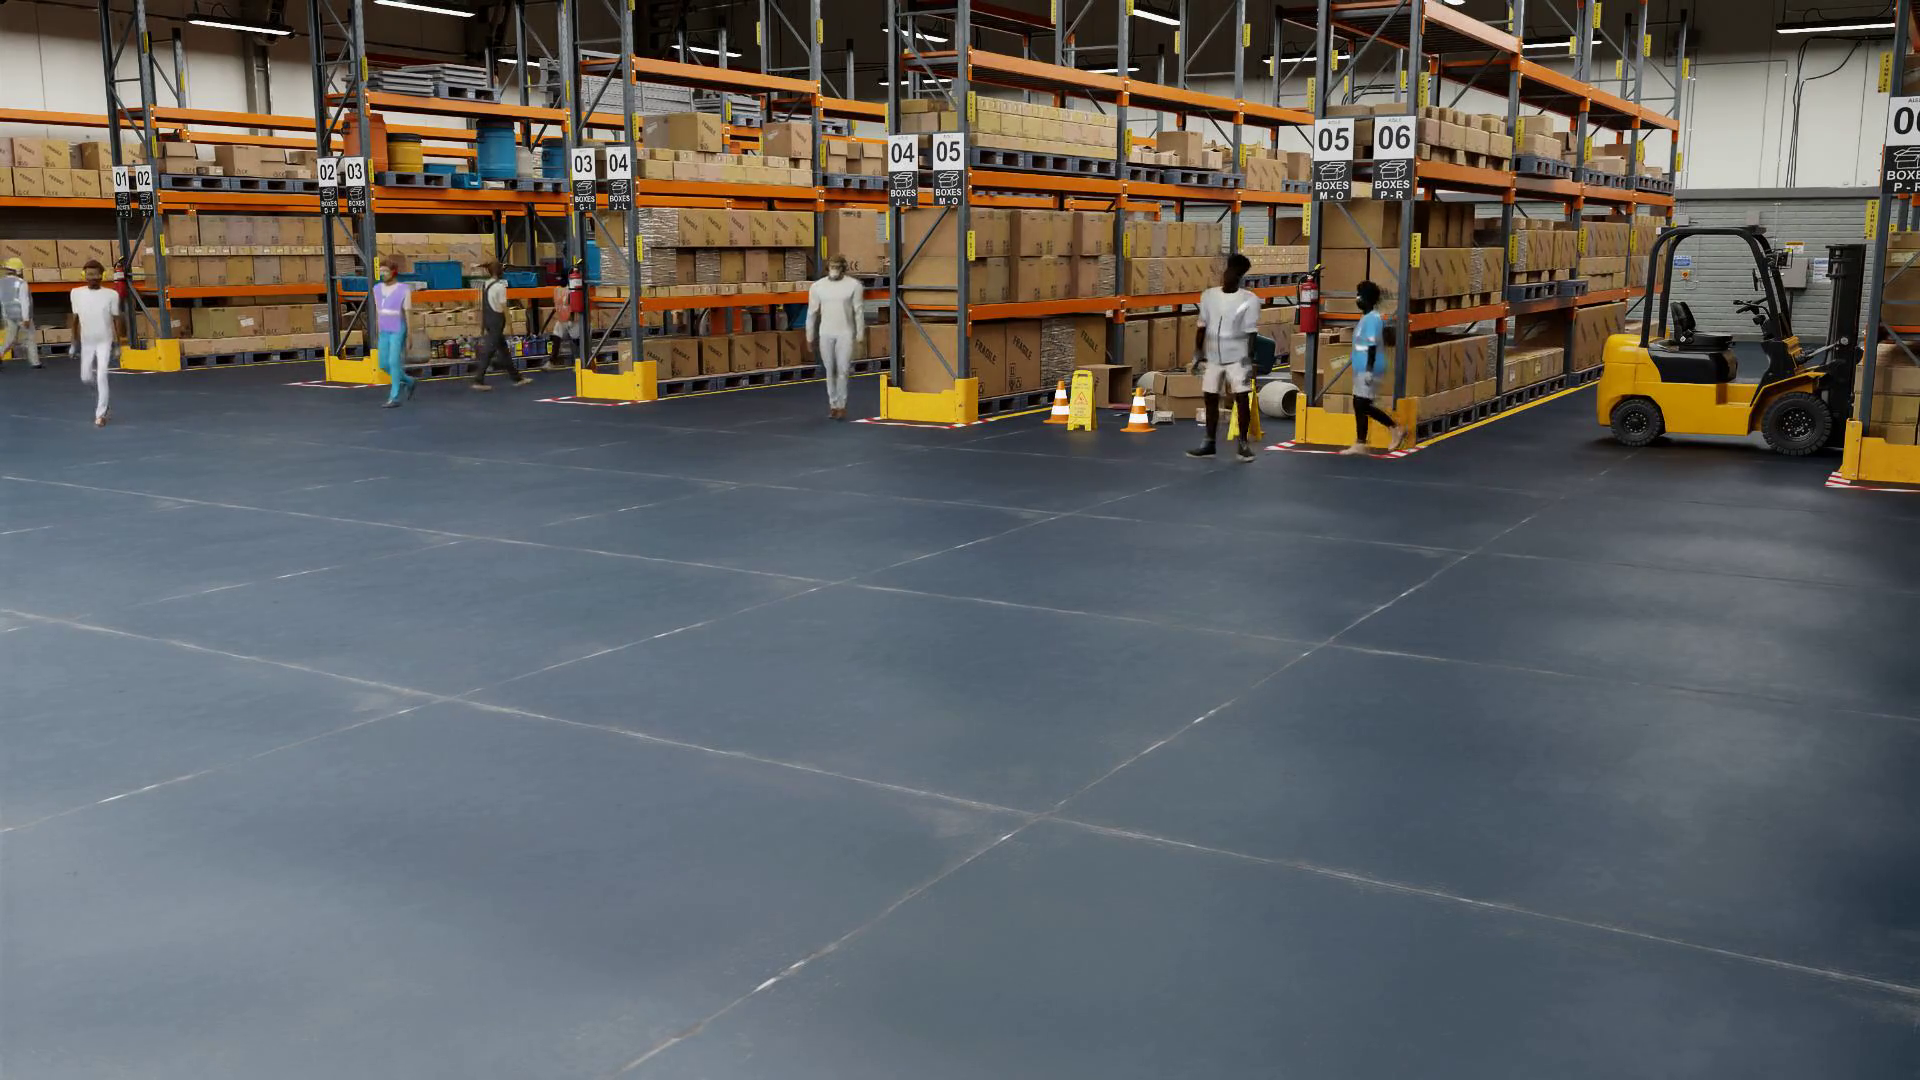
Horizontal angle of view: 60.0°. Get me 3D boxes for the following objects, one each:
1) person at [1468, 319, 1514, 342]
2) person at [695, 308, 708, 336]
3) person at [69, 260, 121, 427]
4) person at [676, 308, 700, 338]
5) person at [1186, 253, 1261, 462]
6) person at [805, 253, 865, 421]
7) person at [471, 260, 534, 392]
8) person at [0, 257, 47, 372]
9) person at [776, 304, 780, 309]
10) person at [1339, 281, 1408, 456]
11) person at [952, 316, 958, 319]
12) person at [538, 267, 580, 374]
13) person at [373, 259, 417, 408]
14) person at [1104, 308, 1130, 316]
[{"bbox_3d":[10.796,-4.891,33.829,0.961,1.776,0.629,6,12,31],"label":"person"},{"bbox_3d":[-5.316,-5.022,34.177,0.587,1.920,0.385,7,12,32],"label":"person"},{"bbox_3d":[-9.618,-2.193,18.530,0.555,1.847,0.584,-3,10,-15],"label":"person"},{"bbox_3d":[-5.408,-4.738,32.581,0.579,1.908,0.810,8,13,38],"label":"person"},{"bbox_3d":[2.475,-1.688,15.467,0.691,1.933,0.375,8,13,37],"label":"person"},{"bbox_3d":[-1.442,-2.299,18.966,0.664,1.892,0.940,1,10,5],"label":"person"},{"bbox_3d":[-6.344,-2.939,22.841,0.994,1.793,0.527,-10,14,-44],"label":"person"},{"bbox_3d":[-14.938,-3.555,26.267,0.599,1.808,0.812,4,11,22],"label":"person"},{"bbox_3d":[-4.262,-5.846,38.613,0.614,1.995,1.067,5,11,26],"label":"person"},{"bbox_3d":[3.915,-1.610,15.734,0.519,1.674,0.542,1,10,5],"label":"person"},{"bbox_3d":[0.171,-3.001,22.500,0.682,2.000,1.005,4,11,23],"label":"person"},{"bbox_3d":[-6.153,-3.404,25.836,0.551,1.644,0.861,8,13,37],"label":"person"},{"bbox_3d":[-6.985,-2.558,20.600,0.579,1.827,0.556,5,11,27],"label":"person"},{"bbox_3d":[2.799,-4.223,29.812,0.607,1.871,0.536,7,12,35],"label":"person"}]
